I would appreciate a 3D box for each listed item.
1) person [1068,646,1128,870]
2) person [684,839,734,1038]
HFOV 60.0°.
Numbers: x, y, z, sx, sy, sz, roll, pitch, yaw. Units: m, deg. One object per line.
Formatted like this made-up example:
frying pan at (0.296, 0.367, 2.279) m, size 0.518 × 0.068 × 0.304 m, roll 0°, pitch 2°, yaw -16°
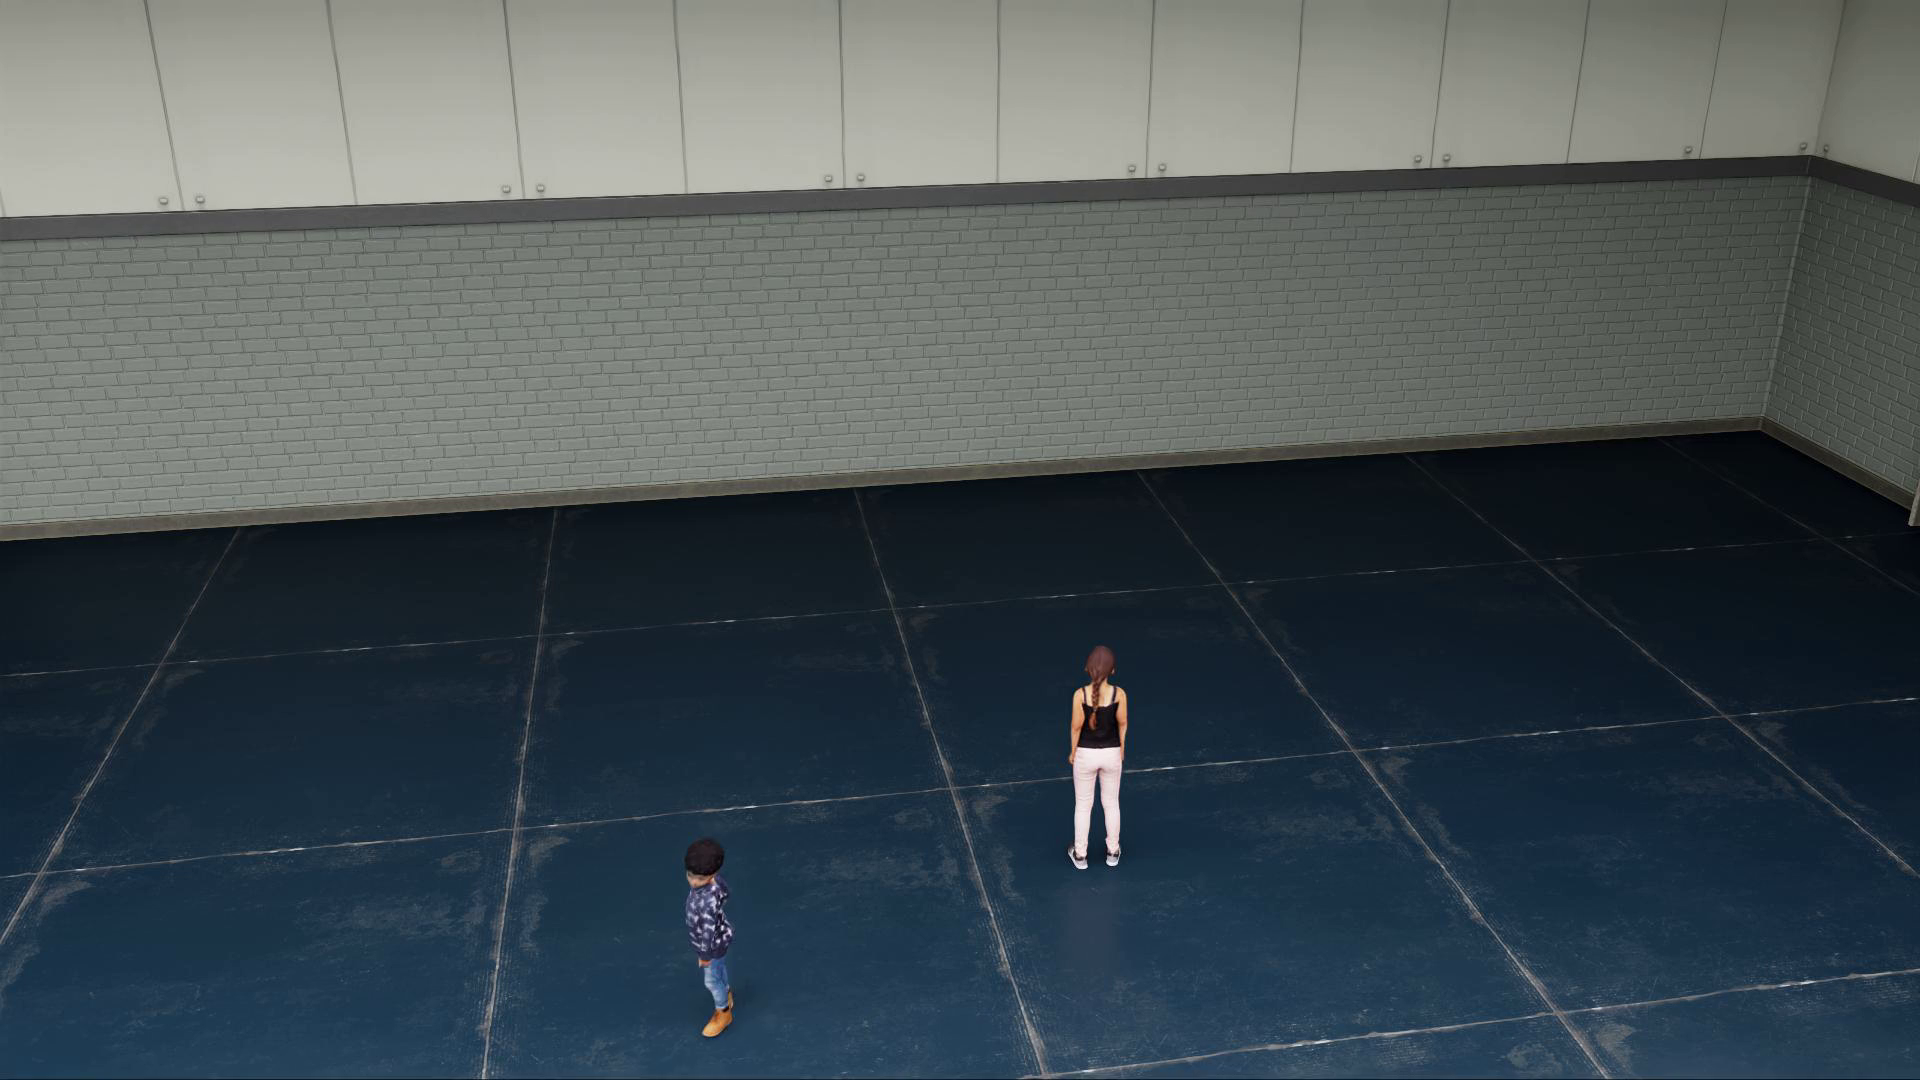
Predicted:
person at (0.883, 1.381, 10.615) m, size 0.541 × 1.565 × 0.536 m, roll -2°, pitch 23°, yaw -4°
person at (-1.370, 2.147, 9.225) m, size 0.713 × 1.245 × 0.428 m, roll -2°, pitch 23°, yaw -4°
